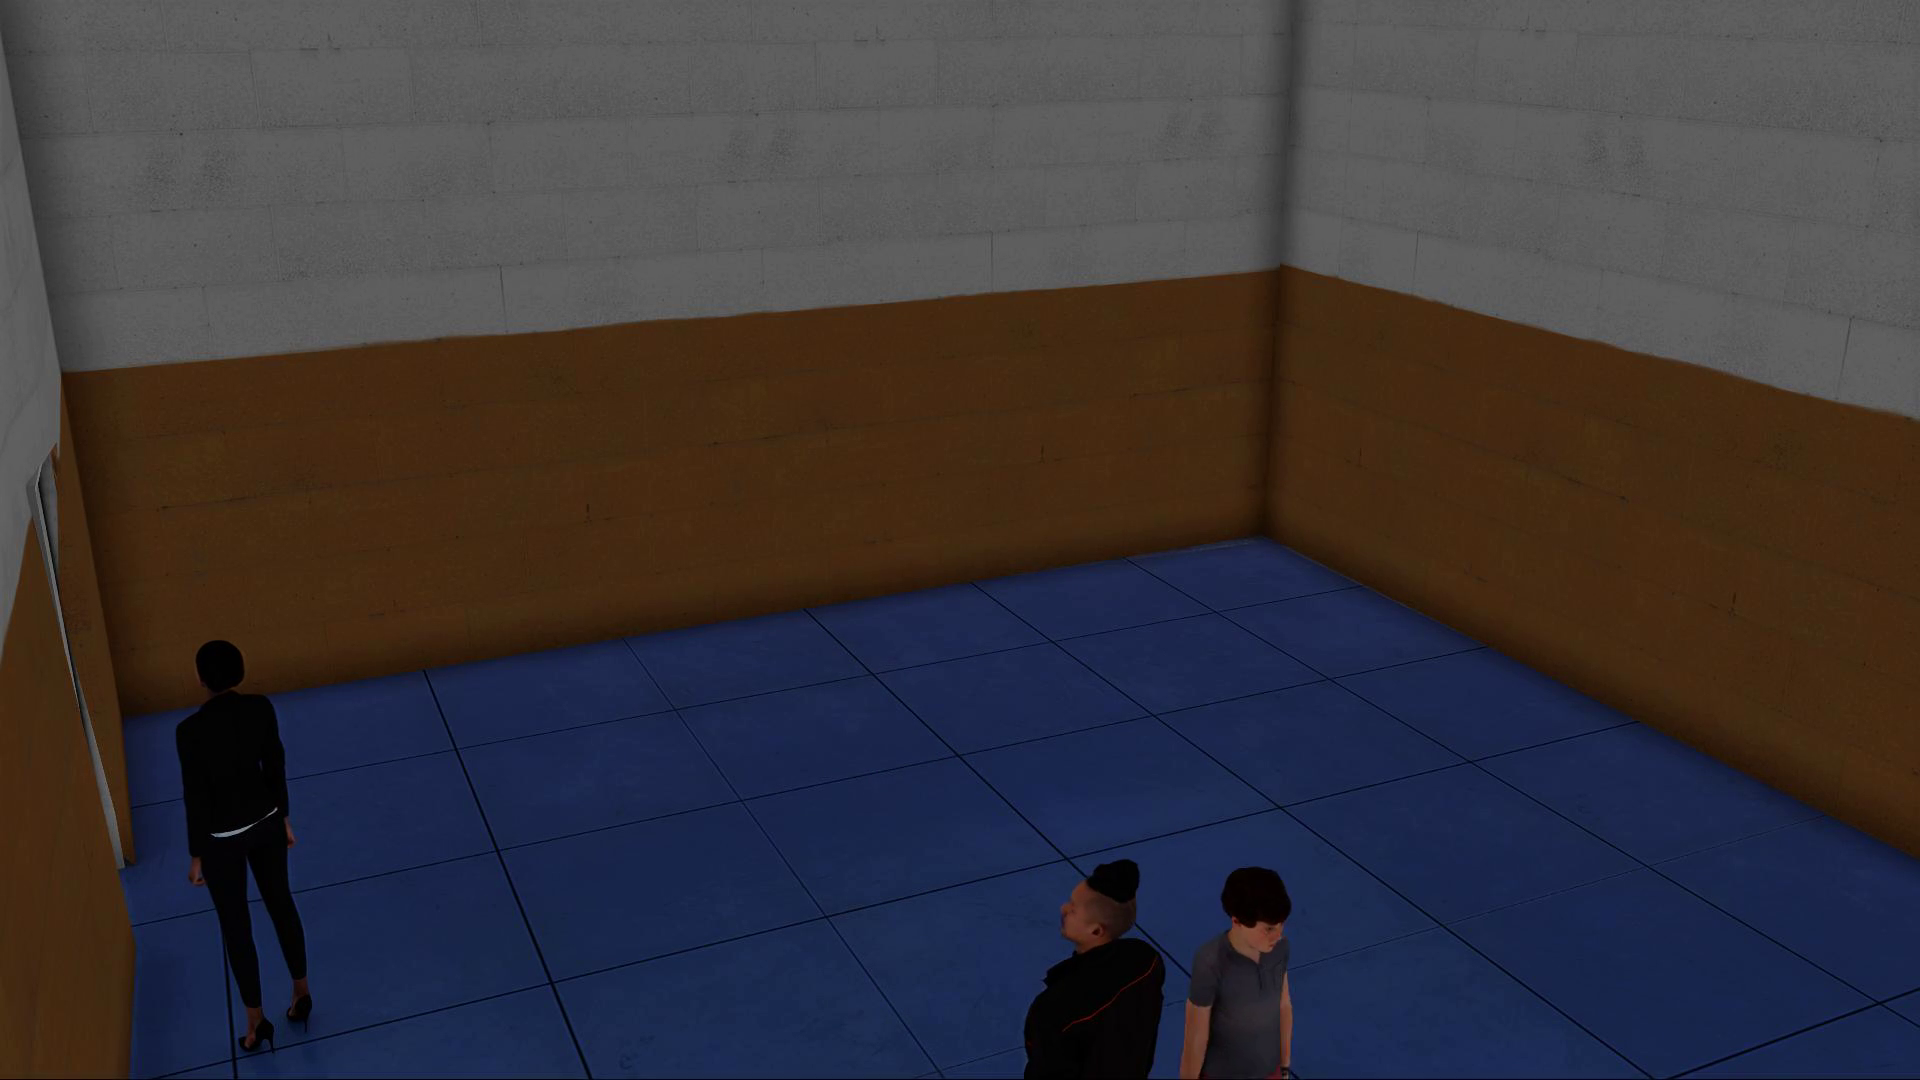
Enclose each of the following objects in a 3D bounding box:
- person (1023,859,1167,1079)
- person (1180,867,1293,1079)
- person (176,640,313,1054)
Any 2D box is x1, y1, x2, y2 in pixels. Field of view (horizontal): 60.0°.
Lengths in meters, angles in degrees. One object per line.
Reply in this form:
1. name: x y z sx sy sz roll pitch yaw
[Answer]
1. person: 0.400 1.815 5.204 0.909 1.852 0.742 15 24 37
2. person: 0.895 1.796 5.617 0.910 1.634 0.733 -12 22 -33
3. person: -2.968 1.268 6.891 0.751 1.834 0.624 13 23 35
